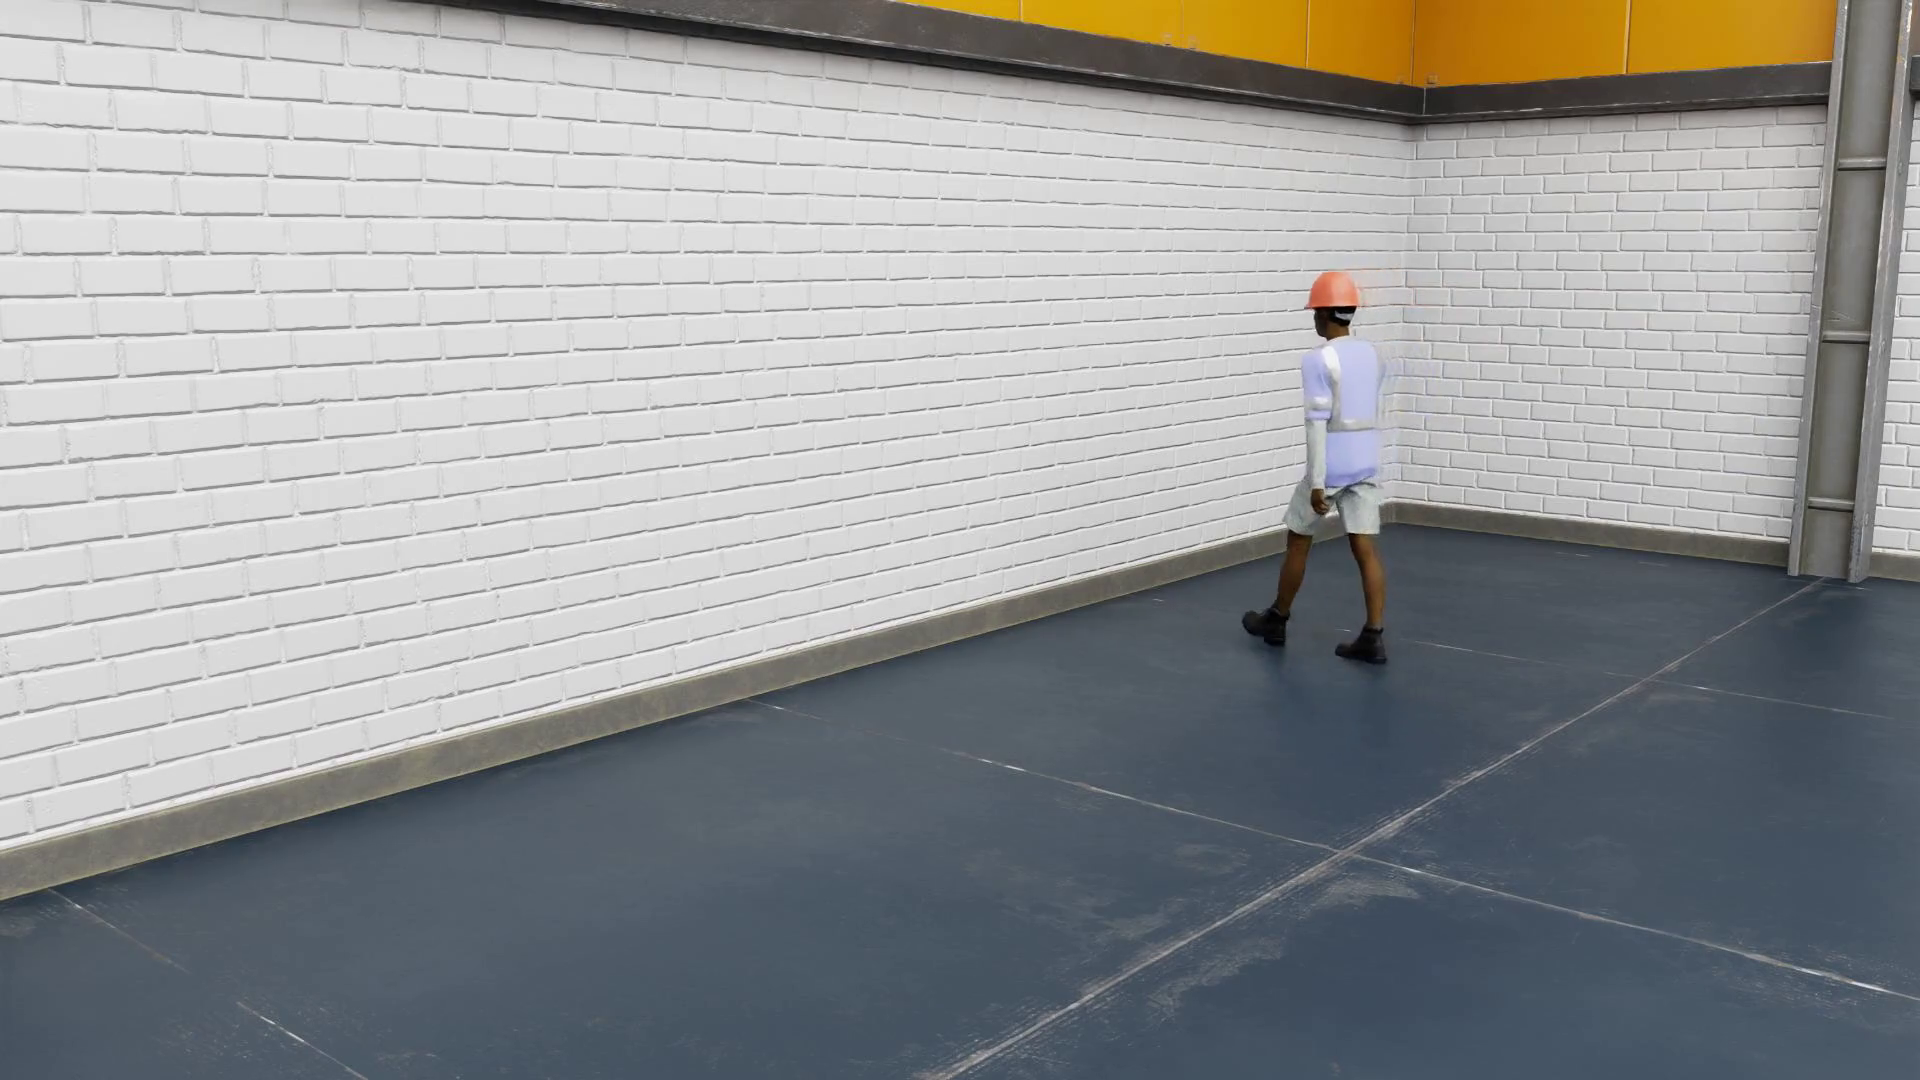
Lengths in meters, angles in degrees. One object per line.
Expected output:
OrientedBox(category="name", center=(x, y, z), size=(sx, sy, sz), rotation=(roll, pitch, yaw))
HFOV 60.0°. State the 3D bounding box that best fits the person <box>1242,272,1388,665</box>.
OrientedBox(category="person", center=(1.817, -0.367, 8.275), size=(0.562, 1.897, 0.930), rotation=(-6, 12, -30))
